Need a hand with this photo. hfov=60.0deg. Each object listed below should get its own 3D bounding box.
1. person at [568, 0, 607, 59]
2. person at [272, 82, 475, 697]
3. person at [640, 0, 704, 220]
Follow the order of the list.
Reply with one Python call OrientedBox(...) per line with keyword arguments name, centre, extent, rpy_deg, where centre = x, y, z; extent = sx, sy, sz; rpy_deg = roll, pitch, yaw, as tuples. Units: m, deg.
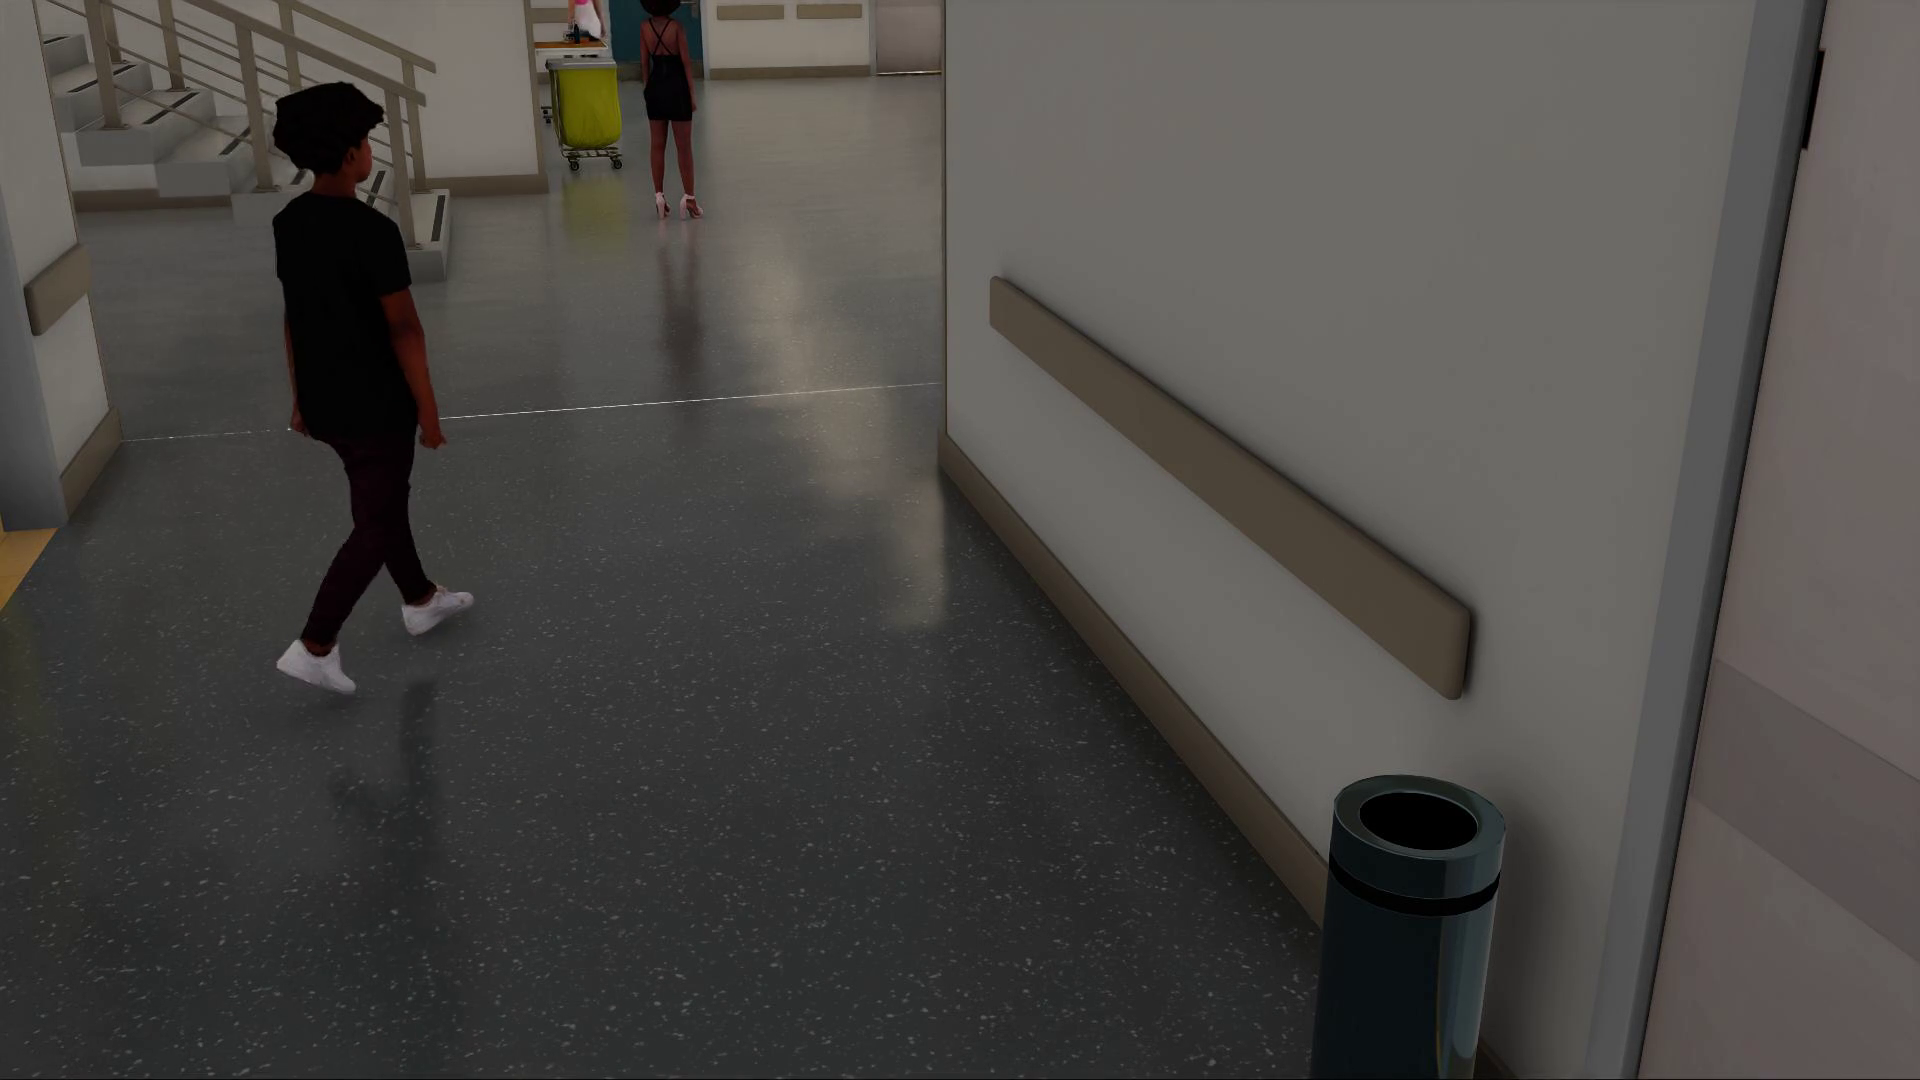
OrientedBox(name="person", centre=(-4.256, -5.875, 19.315), extent=(1.020, 1.760, 0.960), rpy_deg=(12, 24, 29))
OrientedBox(name="person", centre=(-1.824, -0.414, 4.893), extent=(1.116, 1.762, 1.156), rpy_deg=(11, 23, 27))
OrientedBox(name="person", centre=(-2.201, -3.333, 12.561), extent=(0.621, 1.789, 0.716), rpy_deg=(6, 21, 14))
